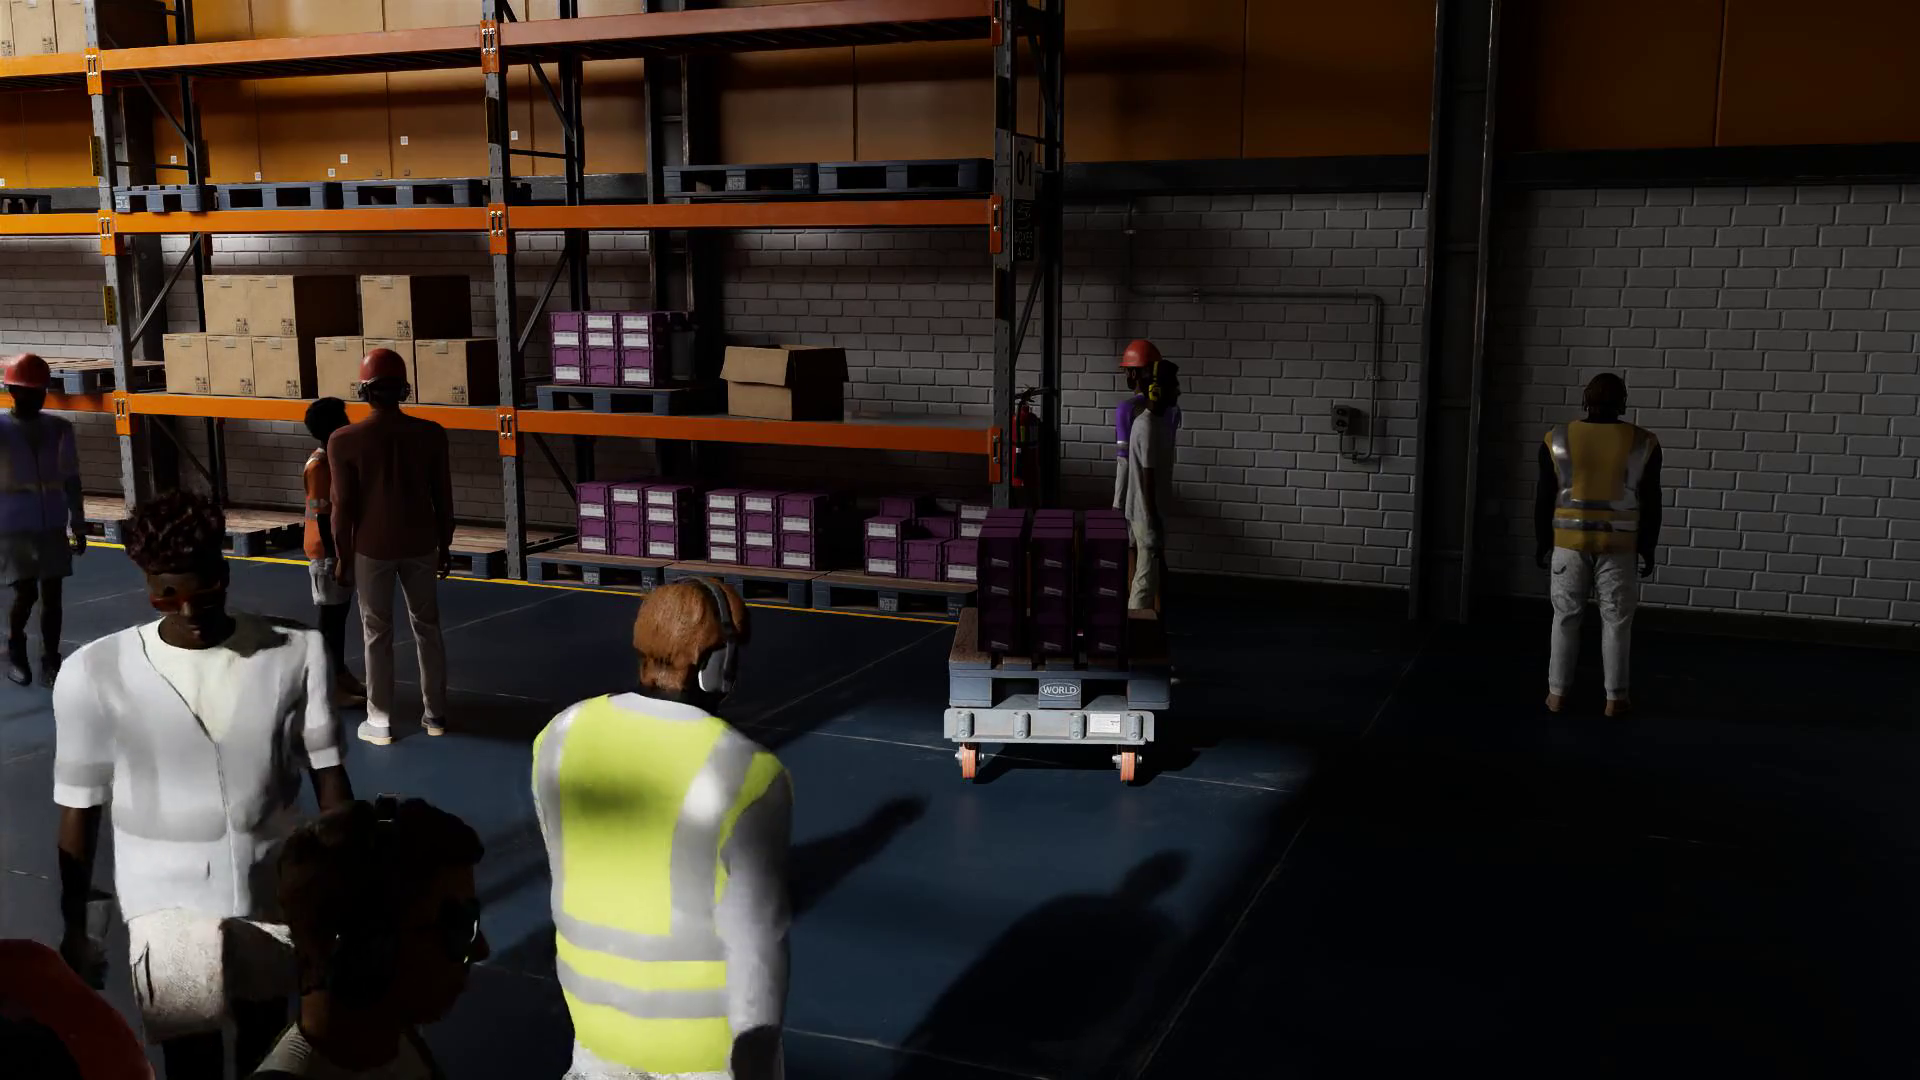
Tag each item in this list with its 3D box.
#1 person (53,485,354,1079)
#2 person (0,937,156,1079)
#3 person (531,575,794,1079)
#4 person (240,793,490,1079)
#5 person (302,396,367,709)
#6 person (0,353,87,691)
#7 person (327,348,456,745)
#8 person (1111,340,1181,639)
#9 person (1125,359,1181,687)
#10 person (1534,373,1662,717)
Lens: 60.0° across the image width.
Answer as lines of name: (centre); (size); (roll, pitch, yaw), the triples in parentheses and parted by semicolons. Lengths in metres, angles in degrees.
person: (-1.710, 0.833, 3.854); (0.619, 1.912, 0.821); (-7, 12, -38)
person: (-0.477, 1.249, 1.142); (0.806, 1.993, 0.640); (-4, 10, -20)
person: (-0.623, 0.978, 3.300); (0.625, 1.812, 0.825); (5, 11, 26)
person: (-0.801, 1.194, 2.066); (0.918, 1.799, 0.520); (0, 9, -1)
person: (-3.411, 0.065, 9.104); (0.318, 1.700, 0.535); (-2, 10, -9)
person: (-5.203, -0.088, 9.348); (0.416, 1.924, 0.574); (7, 12, 35)
person: (-2.861, 0.035, 8.403); (0.612, 1.995, 0.382); (-7, 12, -35)
person: (1.142, -0.297, 10.560); (0.360, 1.938, 0.545); (9, 13, 42)
person: (1.117, -0.103, 9.598); (0.332, 1.874, 0.520); (1, 10, 5)
person: (3.406, 0.026, 8.912); (0.635, 1.842, 0.429); (4, 10, 21)
